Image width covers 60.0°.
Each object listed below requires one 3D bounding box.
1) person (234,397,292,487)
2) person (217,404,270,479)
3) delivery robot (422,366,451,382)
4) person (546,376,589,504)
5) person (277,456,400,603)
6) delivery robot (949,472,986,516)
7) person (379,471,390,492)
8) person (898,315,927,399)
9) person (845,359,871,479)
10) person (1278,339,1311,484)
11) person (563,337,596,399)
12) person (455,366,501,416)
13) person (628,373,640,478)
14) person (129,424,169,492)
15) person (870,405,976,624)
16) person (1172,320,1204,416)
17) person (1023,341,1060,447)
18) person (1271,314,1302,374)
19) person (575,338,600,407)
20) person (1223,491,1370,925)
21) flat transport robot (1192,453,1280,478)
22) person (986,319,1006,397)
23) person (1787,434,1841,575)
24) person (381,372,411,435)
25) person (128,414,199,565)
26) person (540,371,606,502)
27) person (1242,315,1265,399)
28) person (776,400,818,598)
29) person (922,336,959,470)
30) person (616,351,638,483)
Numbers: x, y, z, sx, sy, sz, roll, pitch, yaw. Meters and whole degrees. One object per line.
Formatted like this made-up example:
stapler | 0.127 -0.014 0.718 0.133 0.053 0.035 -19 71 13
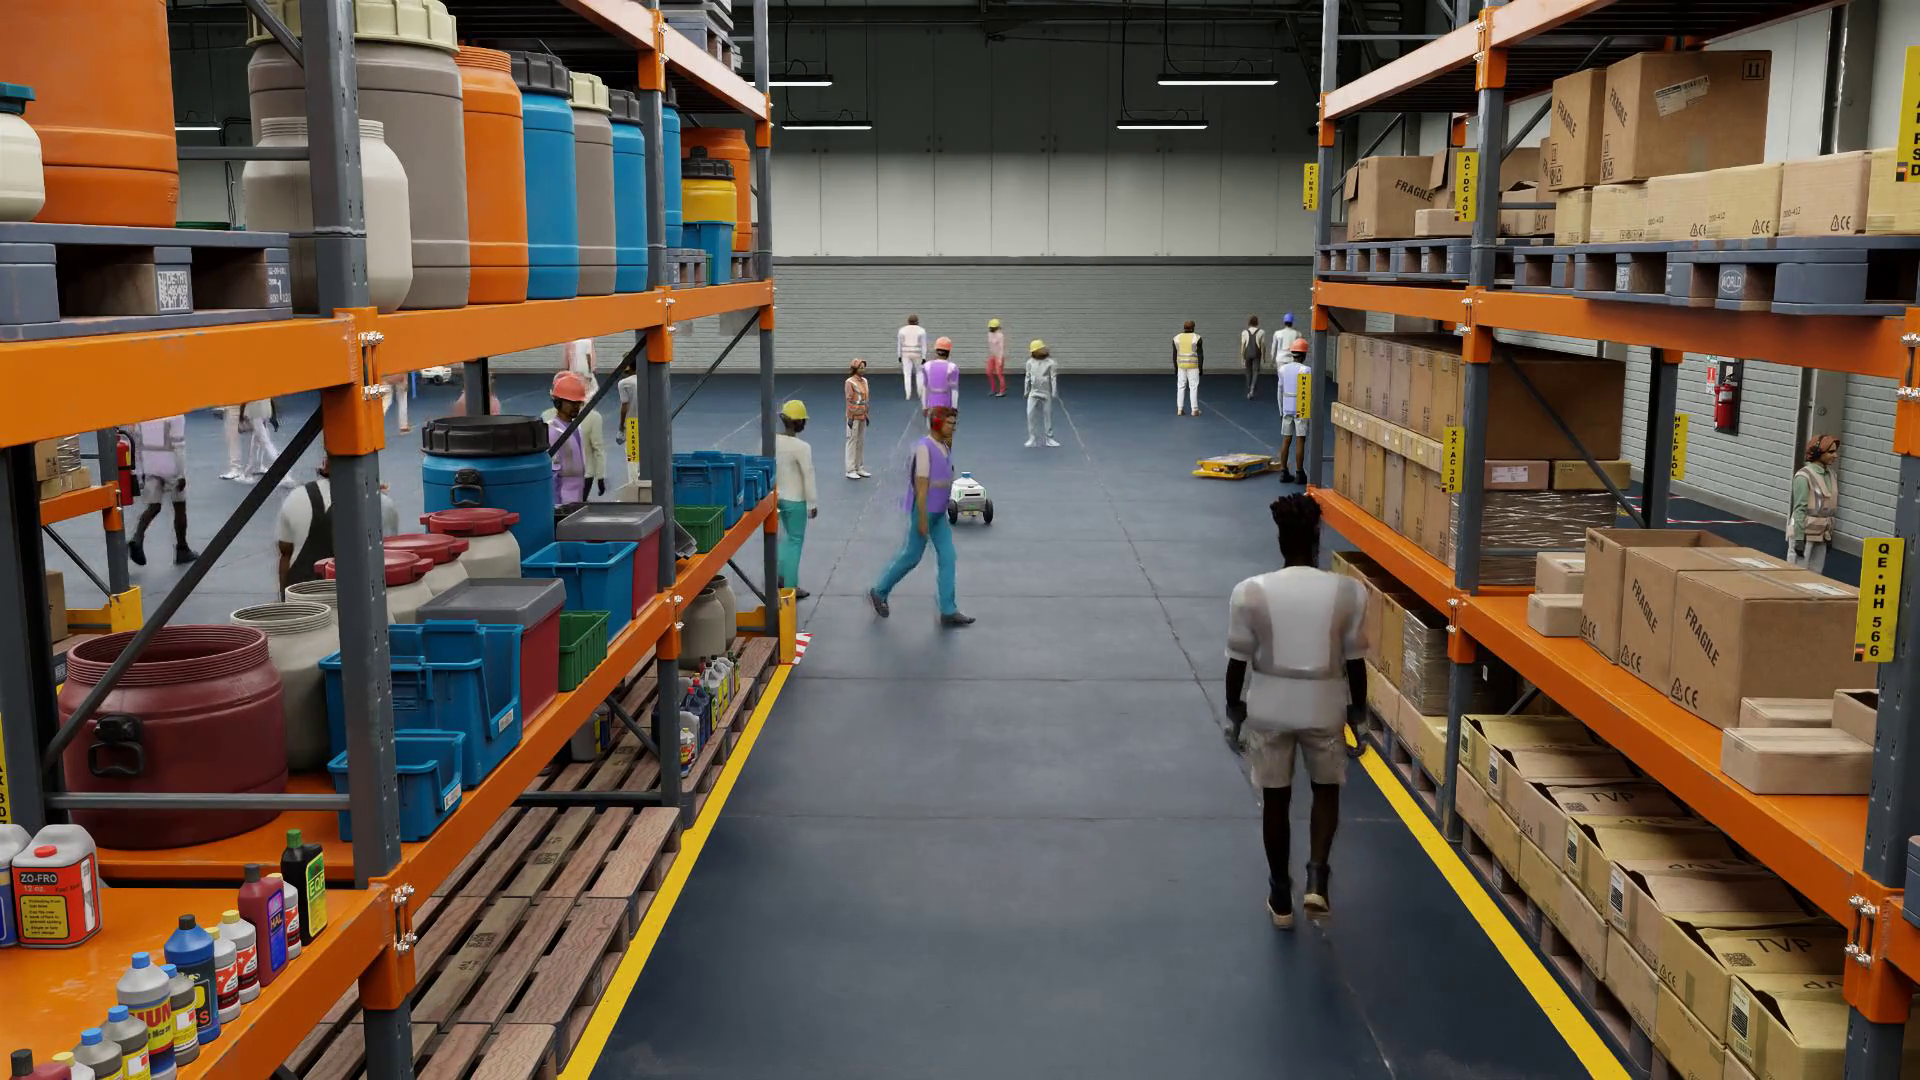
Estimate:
person | -9.258 -1.605 21.991 1.014 1.816 0.531 3 10 19
person | -9.861 -1.786 22.882 0.739 1.872 0.396 -8 12 -40
delivery robot | -12.697 -4.075 40.326 0.707 0.478 0.477 4 10 24
person | -3.192 -0.323 13.602 0.404 2.034 0.609 1 10 8
person | -3.577 0.333 9.778 0.704 2.000 0.875 2 10 9
delivery robot | 0.068 -0.539 19.162 0.477 0.478 0.707 -2 10 -12
person | -7.608 -1.526 21.034 0.634 1.952 0.889 3 10 15
person | -1.030 -3.996 36.292 0.649 1.808 0.859 1 10 5
person | -1.408 -1.668 22.837 0.309 1.637 0.522 4 10 25
person | 4.530 -1.731 22.324 0.363 1.934 0.551 -8 13 -41
person | -7.339 -3.362 32.192 0.652 1.904 0.403 2 10 13
person | -5.165 -0.956 17.941 0.993 1.862 0.661 4 10 24
person | -4.396 -1.674 22.871 0.315 1.640 0.515 9 13 43
person | -10.521 -1.473 21.390 0.760 1.720 0.639 -1 10 -8
person | -0.322 -0.225 13.711 0.900 1.796 0.643 3 10 19
person | 4.441 -3.345 32.282 0.625 1.844 0.429 5 11 29
person | 1.301 -2.340 26.656 0.578 1.697 0.581 3 10 15
person | 6.726 -3.704 34.271 0.601 1.900 1.003 0 9 -1
person | -6.985 -3.167 31.172 0.543 1.854 0.388 9 13 42
person | 1.483 0.758 7.347 0.642 1.954 0.399 1 10 8
flat transport robot | 3.886 -1.048 23.340 0.652 0.197 1.431 7 12 36
person | 0.792 -3.997 36.544 0.586 1.710 0.552 -8 12 -40
person | 6.620 -0.009 12.934 0.507 1.629 0.316 -6 11 -33
person | -9.738 -2.770 28.456 0.622 1.972 0.823 2 10 11
person | -7.795 -0.695 16.175 0.545 1.918 0.775 1 10 9
person | -3.663 -0.641 15.767 0.630 1.957 0.973 2 10 10
person | 6.353 -3.969 36.097 0.515 1.823 0.753 3 10 19
person | -1.463 -0.358 14.656 0.541 1.751 0.376 9 13 42
person | -0.288 -1.898 23.385 0.554 1.915 0.688 3 10 15
person | -3.998 -1.366 20.323 0.326 1.876 0.520 6 11 31
